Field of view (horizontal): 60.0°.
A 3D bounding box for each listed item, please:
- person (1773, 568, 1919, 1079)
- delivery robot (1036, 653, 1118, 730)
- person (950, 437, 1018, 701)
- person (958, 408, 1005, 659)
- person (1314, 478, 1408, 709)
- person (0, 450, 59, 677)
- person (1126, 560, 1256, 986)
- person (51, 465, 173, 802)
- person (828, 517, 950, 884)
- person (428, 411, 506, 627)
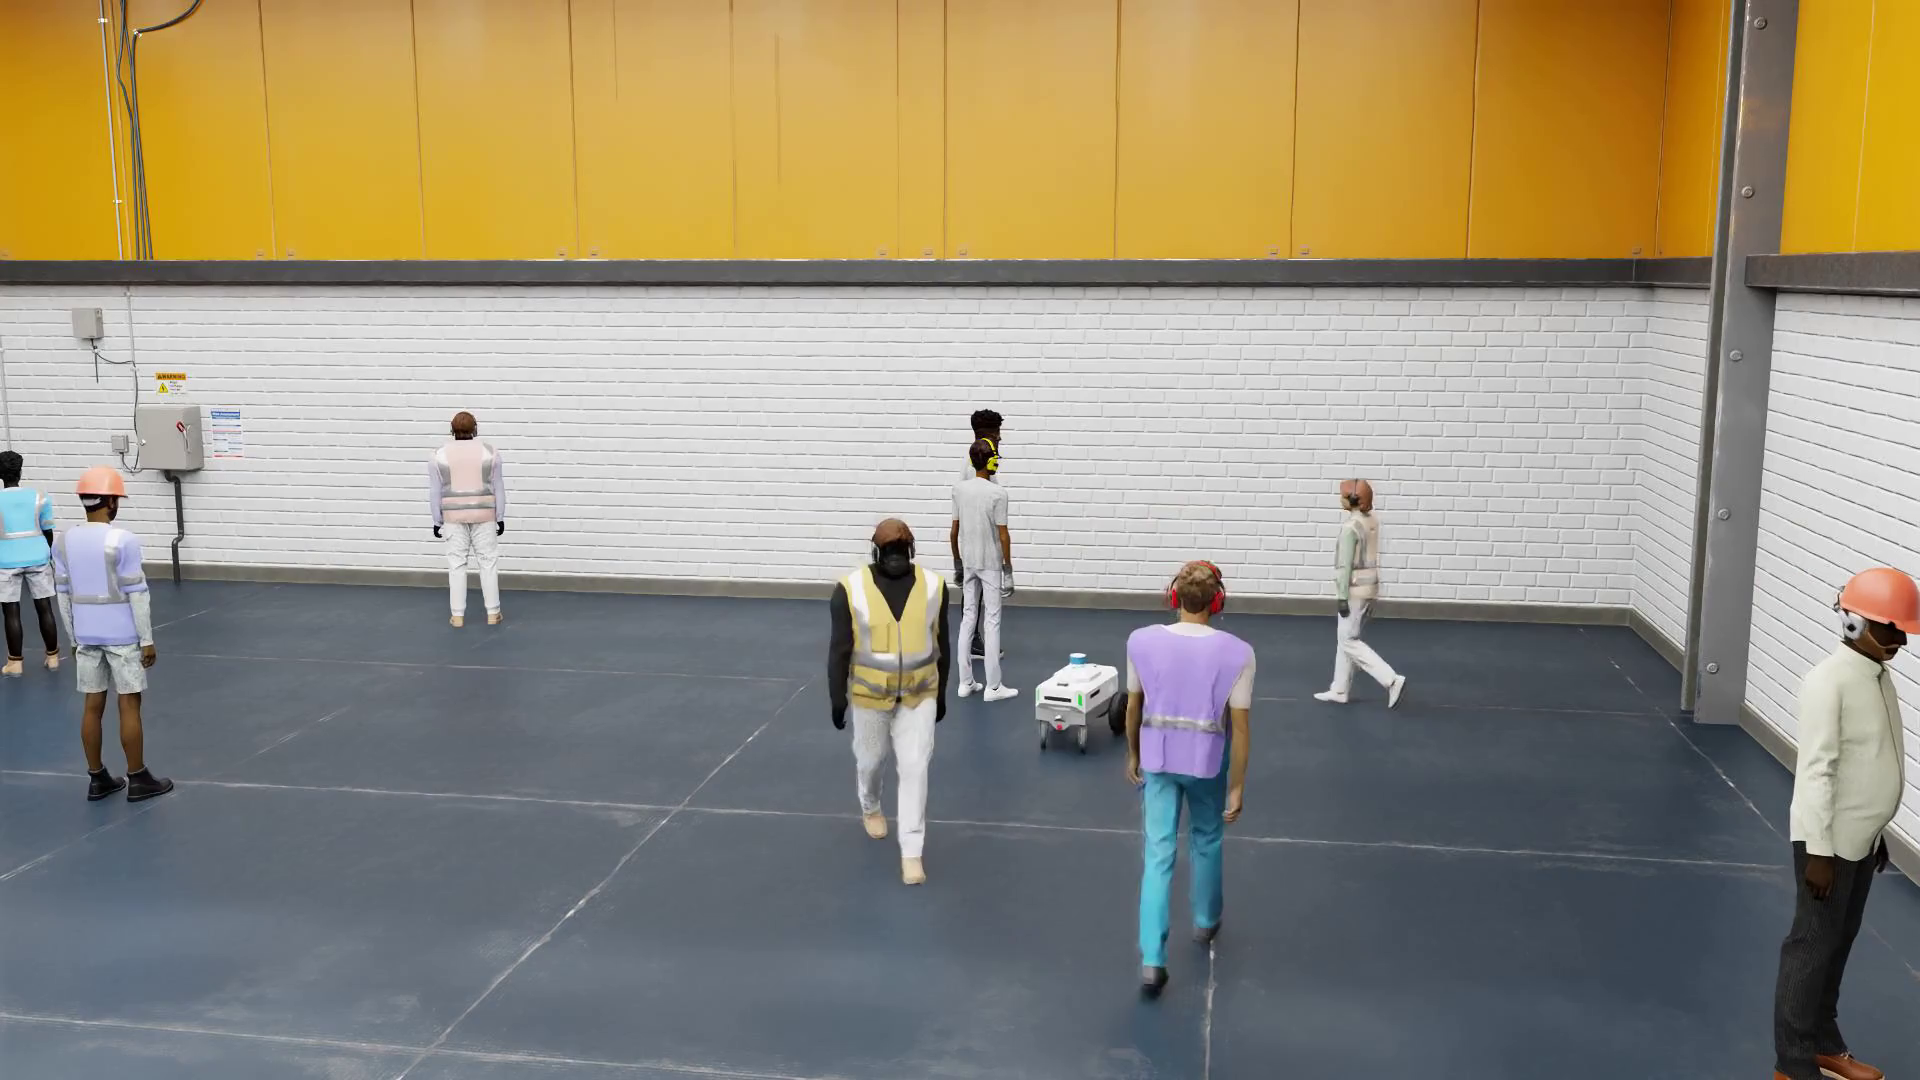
[{"bbox_3d":[3.224,1.076,6.035,0.611,1.985,0.394,-9,13,-44],"label":"person"},{"bbox_3d":[0.759,0.978,10.748,0.477,0.478,0.707,4,10,25],"label":"delivery robot"},{"bbox_3d":[0.170,0.203,11.771,0.532,1.871,0.321,7,11,36],"label":"person"},{"bbox_3d":[0.163,-0.054,13.064,0.365,1.962,0.613,-1,9,-6],"label":"person"},{"bbox_3d":[2.784,0.380,11.452,0.653,1.618,0.527,6,11,34],"label":"person"},{"bbox_3d":[-7.046,0.176,12.460,0.535,1.699,0.322,-9,13,-44],"label":"person"},{"bbox_3d":[0.983,0.979,7.202,0.567,1.805,0.961,2,9,14],"label":"person"},{"bbox_3d":[-4.851,0.537,9.511,0.543,1.934,0.371,2,9,10],"label":"person"},{"bbox_3d":[-0.365,0.763,8.526,0.634,1.808,0.900,-2,9,-10],"label":"person"},{"bbox_3d":[-4.197,-0.178,14.210,0.621,1.845,0.428,-3,10,-16],"label":"person"}]
